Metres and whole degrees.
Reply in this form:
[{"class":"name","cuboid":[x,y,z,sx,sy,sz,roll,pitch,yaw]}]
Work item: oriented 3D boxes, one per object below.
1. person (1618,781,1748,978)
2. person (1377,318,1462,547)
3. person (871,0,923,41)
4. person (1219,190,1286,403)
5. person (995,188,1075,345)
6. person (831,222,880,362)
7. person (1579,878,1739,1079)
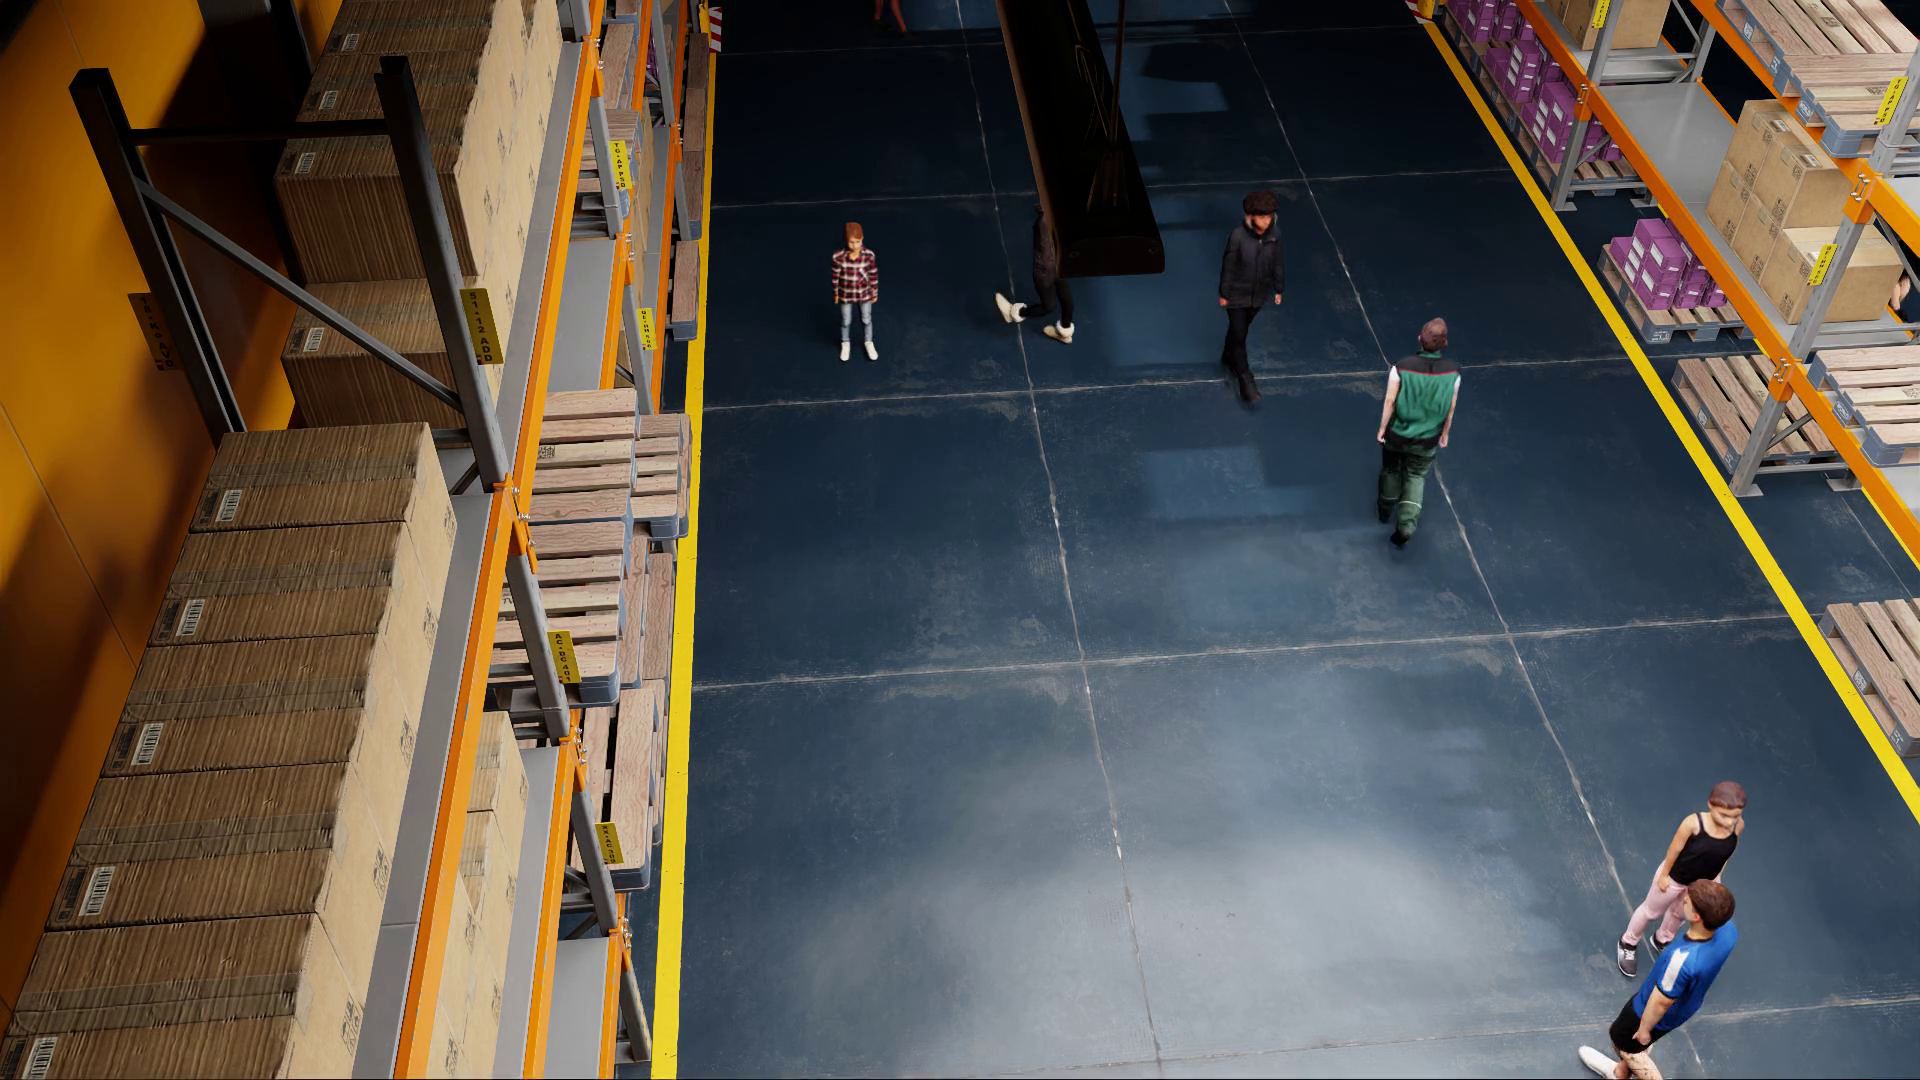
[{"class":"person","cuboid":[4.036,1.856,9.229,0.549,1.565,0.532,-1,44,-1]},{"class":"person","cuboid":[3.193,-0.718,11.745,0.801,1.822,1.031,6,44,7]},{"class":"person","cuboid":[-0.851,-6.173,17.544,0.961,1.720,0.980,20,47,20]},{"class":"person","cuboid":[2.237,-2.038,13.182,0.827,1.750,1.071,-15,46,-15]},{"class":"person","cuboid":[0.636,-2.265,13.492,0.893,1.652,0.934,-31,51,-28]},{"class":"person","cuboid":[-0.858,-2.030,13.500,0.524,1.301,0.472,-3,44,-3]},{"class":"person","cuboid":[3.665,2.402,8.452,0.957,1.845,1.051,-33,52,-29]}]
